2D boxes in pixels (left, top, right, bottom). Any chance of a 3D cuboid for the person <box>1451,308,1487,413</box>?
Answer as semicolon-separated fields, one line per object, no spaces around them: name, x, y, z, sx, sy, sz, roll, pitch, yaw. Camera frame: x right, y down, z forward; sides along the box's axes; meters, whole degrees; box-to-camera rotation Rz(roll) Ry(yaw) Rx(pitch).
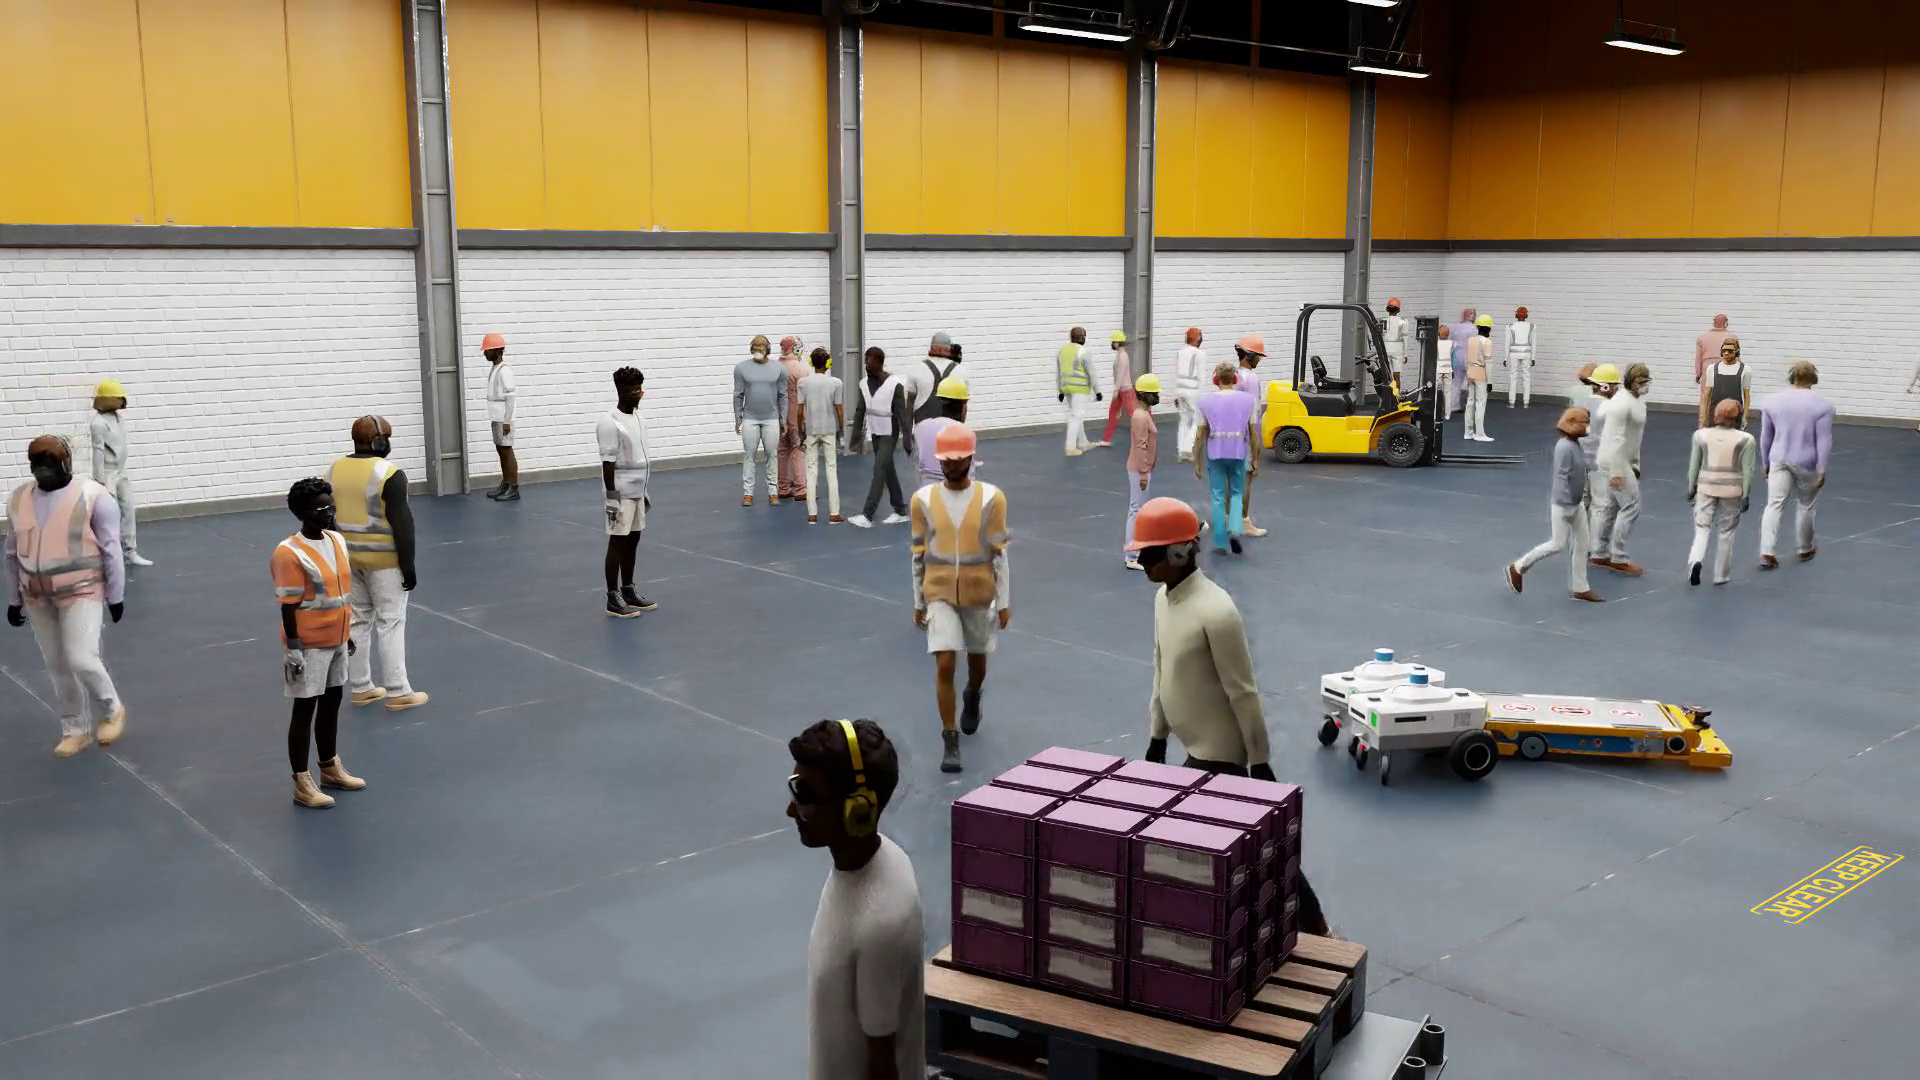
person;9.170;-3.211;29.826;0.756;1.880;0.680;-4;10;-20

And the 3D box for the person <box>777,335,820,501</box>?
person;-1.909;-1.408;19.217;0.409;1.909;0.644;-10;14;-44

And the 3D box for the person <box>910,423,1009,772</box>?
person;-0.002;0.280;9.339;0.551;1.910;0.845;0;10;2

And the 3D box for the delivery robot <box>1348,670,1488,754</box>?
delivery robot;2.491;0.955;9.065;0.707;0.478;0.477;-2;10;-11

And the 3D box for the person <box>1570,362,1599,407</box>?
person;7.158;-1.204;18.864;0.576;1.614;0.524;-5;11;-25

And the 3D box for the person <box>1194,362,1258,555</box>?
person;2.498;-0.755;15.612;0.604;1.828;0.431;0;10;-2

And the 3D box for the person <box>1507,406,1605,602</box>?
person;4.915;-0.301;13.602;0.704;1.608;0.502;8;13;40

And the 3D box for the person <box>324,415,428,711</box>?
person;-3.627;0.141;10.350;0.634;1.839;0.429;4;11;25

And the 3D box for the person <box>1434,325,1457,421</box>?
person;8.251;-2.862;28.502;0.514;1.645;0.308;-1;10;-6

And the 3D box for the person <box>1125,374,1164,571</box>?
person;1.663;-0.597;14.990;0.328;1.731;0.530;1;10;6

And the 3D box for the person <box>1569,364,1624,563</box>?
person;5.858;-0.698;15.289;0.404;1.828;0.592;-3;10;-20

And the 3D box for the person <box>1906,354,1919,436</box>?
person;14.914;-2.345;25.621;0.516;1.586;0.844;1;10;4

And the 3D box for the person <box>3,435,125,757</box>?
person;-5.034;0.318;9.340;0.635;1.829;0.430;1;10;5

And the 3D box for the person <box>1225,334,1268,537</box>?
person;2.878;-1.046;16.732;0.384;2.035;0.605;-3;10;-18

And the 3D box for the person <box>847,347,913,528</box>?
person;-0.877;-1.055;17.245;0.966;1.867;0.603;-9;13;-42

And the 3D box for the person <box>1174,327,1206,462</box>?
person;3.139;-1.986;22.756;0.455;1.852;0.581;-6;11;-32

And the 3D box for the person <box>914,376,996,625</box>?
person;-0.083;-0.305;12.803;0.629;1.919;0.630;7;12;35

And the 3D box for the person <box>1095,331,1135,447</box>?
person;2.423;-2.211;24.444;0.878;1.727;0.535;0;10;-3

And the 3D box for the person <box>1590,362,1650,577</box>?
person;5.874;-0.626;14.677;0.597;1.898;0.643;6;11;30

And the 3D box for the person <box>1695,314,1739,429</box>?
person;12.039;-2.641;26.445;0.652;1.904;0.403;8;13;39

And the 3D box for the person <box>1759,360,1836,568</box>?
person;7.577;-0.686;15.105;0.625;1.891;1.044;8;13;40

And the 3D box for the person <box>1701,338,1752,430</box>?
person;9.137;-1.487;19.858;0.514;1.844;0.333;6;12;33

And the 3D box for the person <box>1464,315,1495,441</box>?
person;7.925;-2.464;25.344;0.369;1.927;0.588;-3;10;-18

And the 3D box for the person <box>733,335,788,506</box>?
person;-2.245;-1.347;18.791;0.627;1.934;0.370;-1;10;-7

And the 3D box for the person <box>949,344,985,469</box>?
person;-0.027;-1.747;21.923;0.789;1.661;0.541;-1;10;-7

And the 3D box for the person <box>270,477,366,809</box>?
person;-3.300;0.517;8.565;0.316;1.695;0.541;2;10;13

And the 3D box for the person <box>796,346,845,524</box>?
person;-1.468;-1.099;17.518;0.512;1.872;0.330;1;10;6

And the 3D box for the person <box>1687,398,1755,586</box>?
person;6.429;-0.391;14.098;0.525;1.617;0.633;7;12;35

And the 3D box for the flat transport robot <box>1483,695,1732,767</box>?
flat transport robot;3.572;1.069;9.501;1.431;0.197;0.652;2;10;12

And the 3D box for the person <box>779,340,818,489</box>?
person;-1.982;-1.491;19.903;0.640;1.840;0.516;4;10;21

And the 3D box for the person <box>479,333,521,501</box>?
person;-5.315;-1.412;19.164;0.377;1.932;0.552;-6;11;-30

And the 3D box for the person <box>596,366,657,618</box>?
person;-2.611;-0.384;13.054;0.363;1.962;0.612;3;10;16

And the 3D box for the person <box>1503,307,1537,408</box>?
person;10.374;-3.377;30.820;0.574;1.883;0.360;2;10;11

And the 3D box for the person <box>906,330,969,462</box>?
person;-0.235;-1.322;18.324;0.687;2.000;0.800;-2;10;-11

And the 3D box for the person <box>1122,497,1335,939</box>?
person;1.001;0.774;6.487;1.105;1.909;0.624;-1;10;-7

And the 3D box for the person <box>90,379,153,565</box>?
person;-7.745;-0.597;15.028;0.661;1.720;0.486;0;10;0

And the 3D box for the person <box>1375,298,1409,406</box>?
person;8.032;-3.479;30.948;0.615;2.043;0.373;4;10;20

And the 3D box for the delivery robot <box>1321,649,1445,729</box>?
delivery robot;2.431;0.869;9.566;0.707;0.478;0.477;-5;11;-26

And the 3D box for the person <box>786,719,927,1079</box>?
person;-0.180;1.275;3.660;0.669;1.851;0.540;-1;10;-6

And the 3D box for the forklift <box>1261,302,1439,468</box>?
forklift;5.320;-2.157;22.763;2.313;2.155;1.214;3;10;16

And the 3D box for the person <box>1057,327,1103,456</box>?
person;1.766;-2.108;23.607;0.797;1.814;0.634;-7;12;-35
